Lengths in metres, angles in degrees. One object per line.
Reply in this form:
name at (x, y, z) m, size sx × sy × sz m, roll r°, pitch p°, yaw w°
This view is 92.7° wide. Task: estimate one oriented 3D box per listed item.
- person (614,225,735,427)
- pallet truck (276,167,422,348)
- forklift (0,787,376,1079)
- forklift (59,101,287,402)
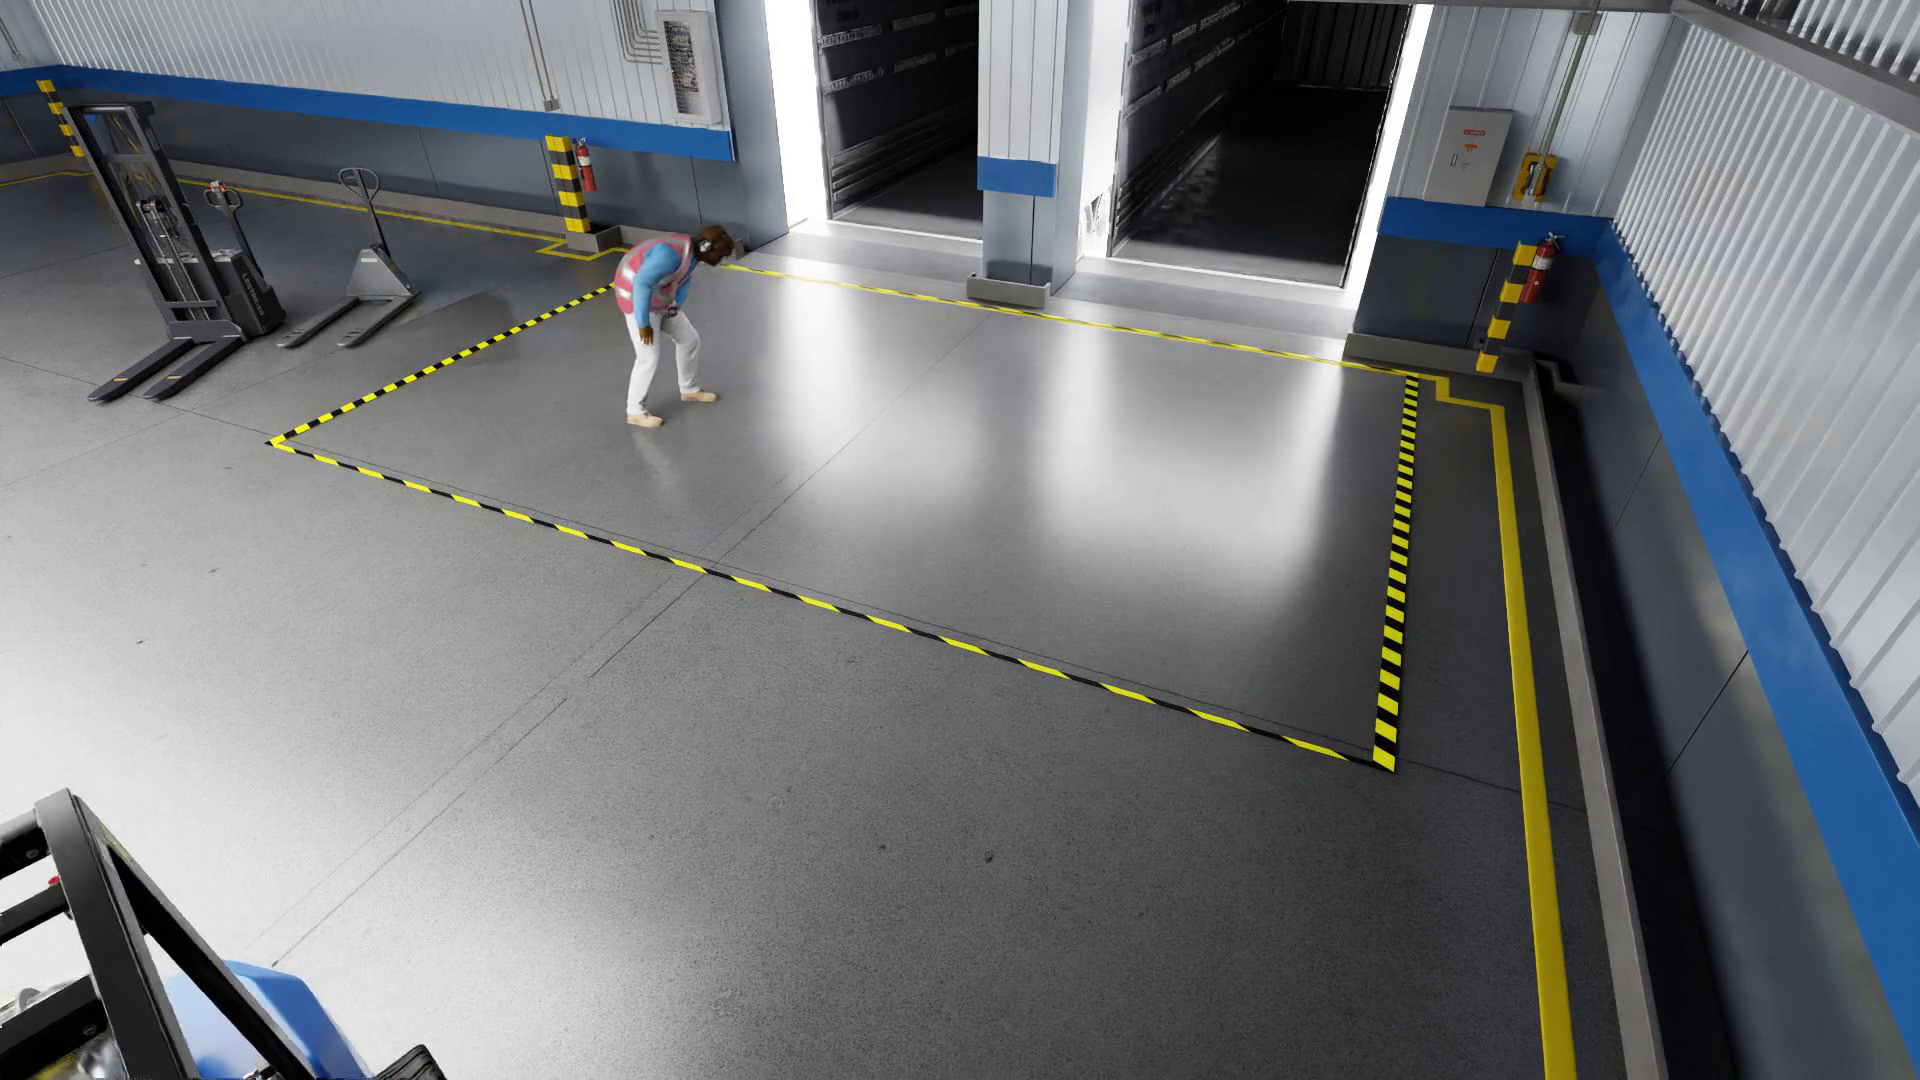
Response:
person at (-2.077, -1.593, 6.823) m, size 0.870 × 1.422 × 0.862 m, roll 5°, pitch 35°, yaw 7°
pallet truck at (-5.732, -2.611, 8.414) m, size 0.680 × 1.201 × 1.601 m, roll -1°, pitch 35°, yaw -1°
forklift at (-1.317, 1.624, 1.387) m, size 2.680 × 2.036 × 1.157 m, roll 27°, pitch 43°, yaw 33°
forklift at (-6.686, -2.387, 7.434) m, size 0.823 × 1.965 × 1.885 m, roll -3°, pitch 35°, yaw -5°
